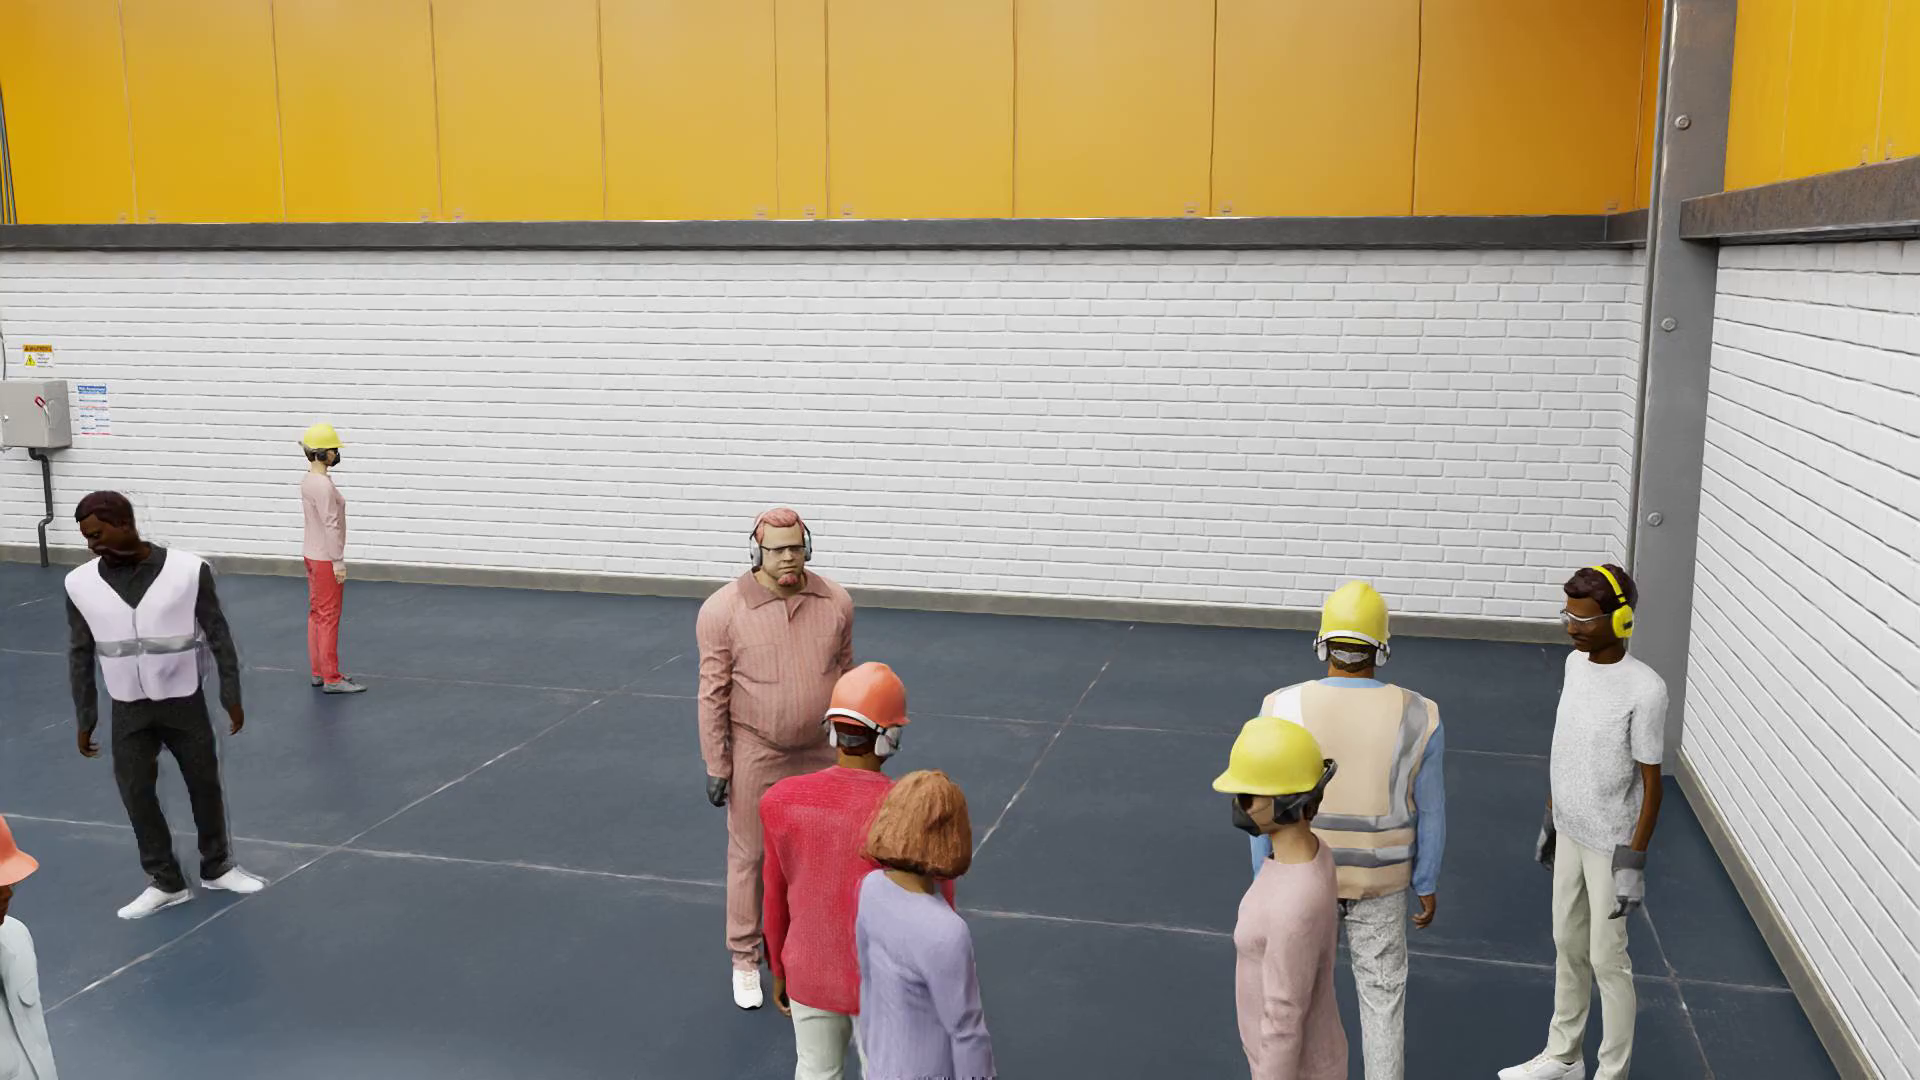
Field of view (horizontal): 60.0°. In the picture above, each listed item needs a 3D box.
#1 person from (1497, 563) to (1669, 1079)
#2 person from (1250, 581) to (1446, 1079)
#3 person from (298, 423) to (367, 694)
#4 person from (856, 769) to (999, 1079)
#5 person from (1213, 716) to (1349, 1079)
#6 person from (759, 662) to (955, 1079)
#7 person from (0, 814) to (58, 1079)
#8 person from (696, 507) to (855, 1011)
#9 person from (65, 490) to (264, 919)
[{"bbox_3d":[2.064,0.993,5.449,0.329,1.865,0.516,-3,10,-15],"label":"person"},{"bbox_3d":[1.220,1.038,5.276,0.600,1.830,0.403,2,10,10],"label":"person"},{"bbox_3d":[-4.127,0.121,10.864,0.306,1.770,0.525,-7,12,-35],"label":"person"},{"bbox_3d":[-0.101,1.349,4.051,0.579,1.615,0.519,-4,11,-25],"label":"person"},{"bbox_3d":[0.767,1.285,4.032,0.340,1.762,0.525,2,10,14],"label":"person"},{"bbox_3d":[-0.273,1.196,4.622,0.574,1.740,0.355,3,10,18],"label":"person"},{"bbox_3d":[-2.049,1.379,3.497,0.324,1.752,0.561,-1,10,-4],"label":"person"},{"bbox_3d":[-0.667,0.818,6.350,0.653,1.906,0.408,-5,11,-28],"label":"person"},{"bbox_3d":[-3.434,0.696,7.204,0.699,1.872,0.423,-2,10,-14],"label":"person"}]
